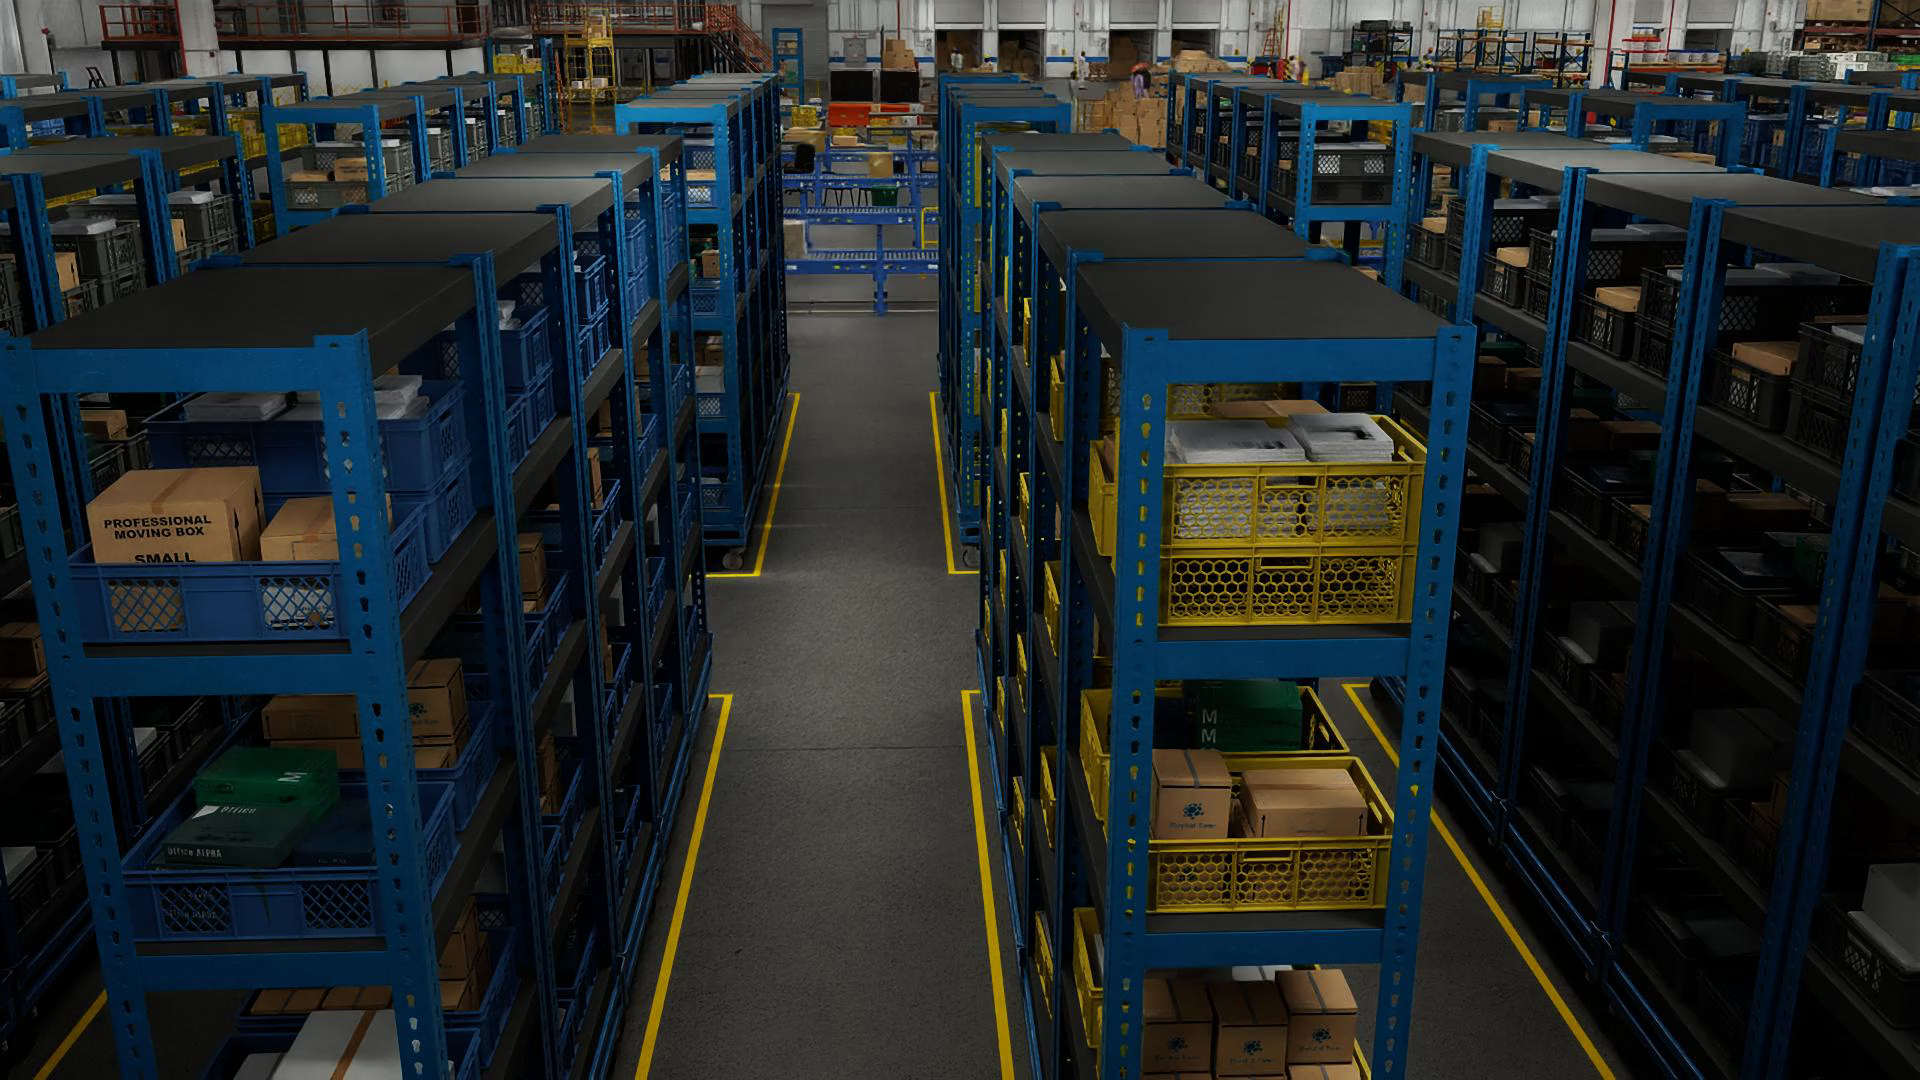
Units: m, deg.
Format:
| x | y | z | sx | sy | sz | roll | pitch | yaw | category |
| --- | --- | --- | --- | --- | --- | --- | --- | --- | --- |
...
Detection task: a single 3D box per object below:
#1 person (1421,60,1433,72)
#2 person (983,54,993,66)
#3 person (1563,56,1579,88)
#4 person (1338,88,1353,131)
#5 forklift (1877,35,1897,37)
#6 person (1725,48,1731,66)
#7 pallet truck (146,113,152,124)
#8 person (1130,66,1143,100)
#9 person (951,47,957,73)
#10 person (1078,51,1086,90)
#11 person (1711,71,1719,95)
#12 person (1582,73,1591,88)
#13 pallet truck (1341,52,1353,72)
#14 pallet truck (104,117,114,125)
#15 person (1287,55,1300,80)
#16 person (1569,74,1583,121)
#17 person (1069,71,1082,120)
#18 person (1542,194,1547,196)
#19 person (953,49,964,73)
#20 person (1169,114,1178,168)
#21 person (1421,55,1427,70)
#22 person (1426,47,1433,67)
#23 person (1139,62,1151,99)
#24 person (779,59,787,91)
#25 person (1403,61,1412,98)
| x | y | z | sx | sy | sz | roll | pitch | yaw | category |
| --- | --- | --- | --- | --- | --- | --- | --- | --- | --- |
| 20.448 | -20.049 | 72.855 | 0.581 | 1.919 | 0.395 | -6 | 19 | -17 | person |
| 1.296 | -22.356 | 79.970 | 0.586 | 1.928 | 0.365 | 13 | 22 | 36 | person |
| 28.307 | -21.430 | 77.101 | 0.661 | 1.923 | 0.672 | 7 | 19 | 21 | person |
| 11.795 | -12.823 | 50.647 | 0.614 | 1.813 | 0.432 | -3 | 18 | -8 | person |
| 44.183 | -22.805 | 79.833 | 1.129 | 2.768 | 1.873 | -1 | 18 | -2 | forklift |
| 41.561 | -25.691 | 90.274 | 0.372 | 1.940 | 0.630 | 0 | 18 | 0 | person |
| -18.087 | -8.309 | 36.390 | 1.885 | 1.965 | 0.823 | -1 | 18 | -4 | pallet truck |
| 6.697 | -17.193 | 63.901 | 1.064 | 1.983 | 0.636 | -13 | 22 | -36 | person |
| -0.306 | -26.562 | 92.970 | 0.543 | 1.938 | 0.356 | -14 | 23 | -38 | person |
| 6.259 | -24.049 | 85.190 | 0.355 | 1.938 | 0.634 | -7 | 19 | -20 | person |
| 33.329 | -20.225 | 73.424 | 0.609 | 1.898 | 0.644 | -16 | 24 | -40 | person |
| 24.306 | -17.219 | 64.438 | 0.317 | 1.697 | 0.540 | -7 | 19 | -22 | person |
| 18.794 | -23.123 | 82.231 | 0.823 | 1.965 | 1.885 | -13 | 22 | -35 | pallet truck |
| -18.367 | -7.885 | 35.078 | 1.885 | 1.965 | 0.823 | 1 | 18 | 2 | pallet truck |
| 16.593 | -23.291 | 83.094 | 0.699 | 1.788 | 0.822 | -17 | 24 | -42 | person |
| 21.352 | -15.220 | 57.870 | 0.360 | 1.939 | 0.543 | -10 | 21 | -29 | person |
| 4.226 | -16.878 | 63.168 | 0.838 | 1.842 | 0.519 | 11 | 21 | 30 | person |
| 12.215 | -7.587 | 34.709 | 0.538 | 1.653 | 0.863 | -6 | 19 | -18 | person |
| -0.191 | -25.651 | 90.177 | 0.882 | 1.914 | 0.639 | 17 | 24 | 42 | person |
| 5.108 | -9.359 | 40.009 | 0.326 | 1.767 | 0.533 | -3 | 18 | -9 | person |
| 23.026 | -23.189 | 82.696 | 0.552 | 1.826 | 0.570 | -13 | 22 | -35 | person |
| 26.062 | -26.387 | 92.433 | 0.377 | 1.932 | 0.552 | -1 | 18 | -4 | person |
| 7.499 | -18.440 | 67.783 | 0.439 | 1.981 | 0.627 | -13 | 22 | -35 | person |
| -8.683 | -22.748 | 81.323 | 0.429 | 1.839 | 0.634 | -7 | 19 | -22 | person |
| 20.936 | -21.593 | 78.021 | 0.409 | 1.674 | 0.603 | 12 | 21 | 32 | person |
